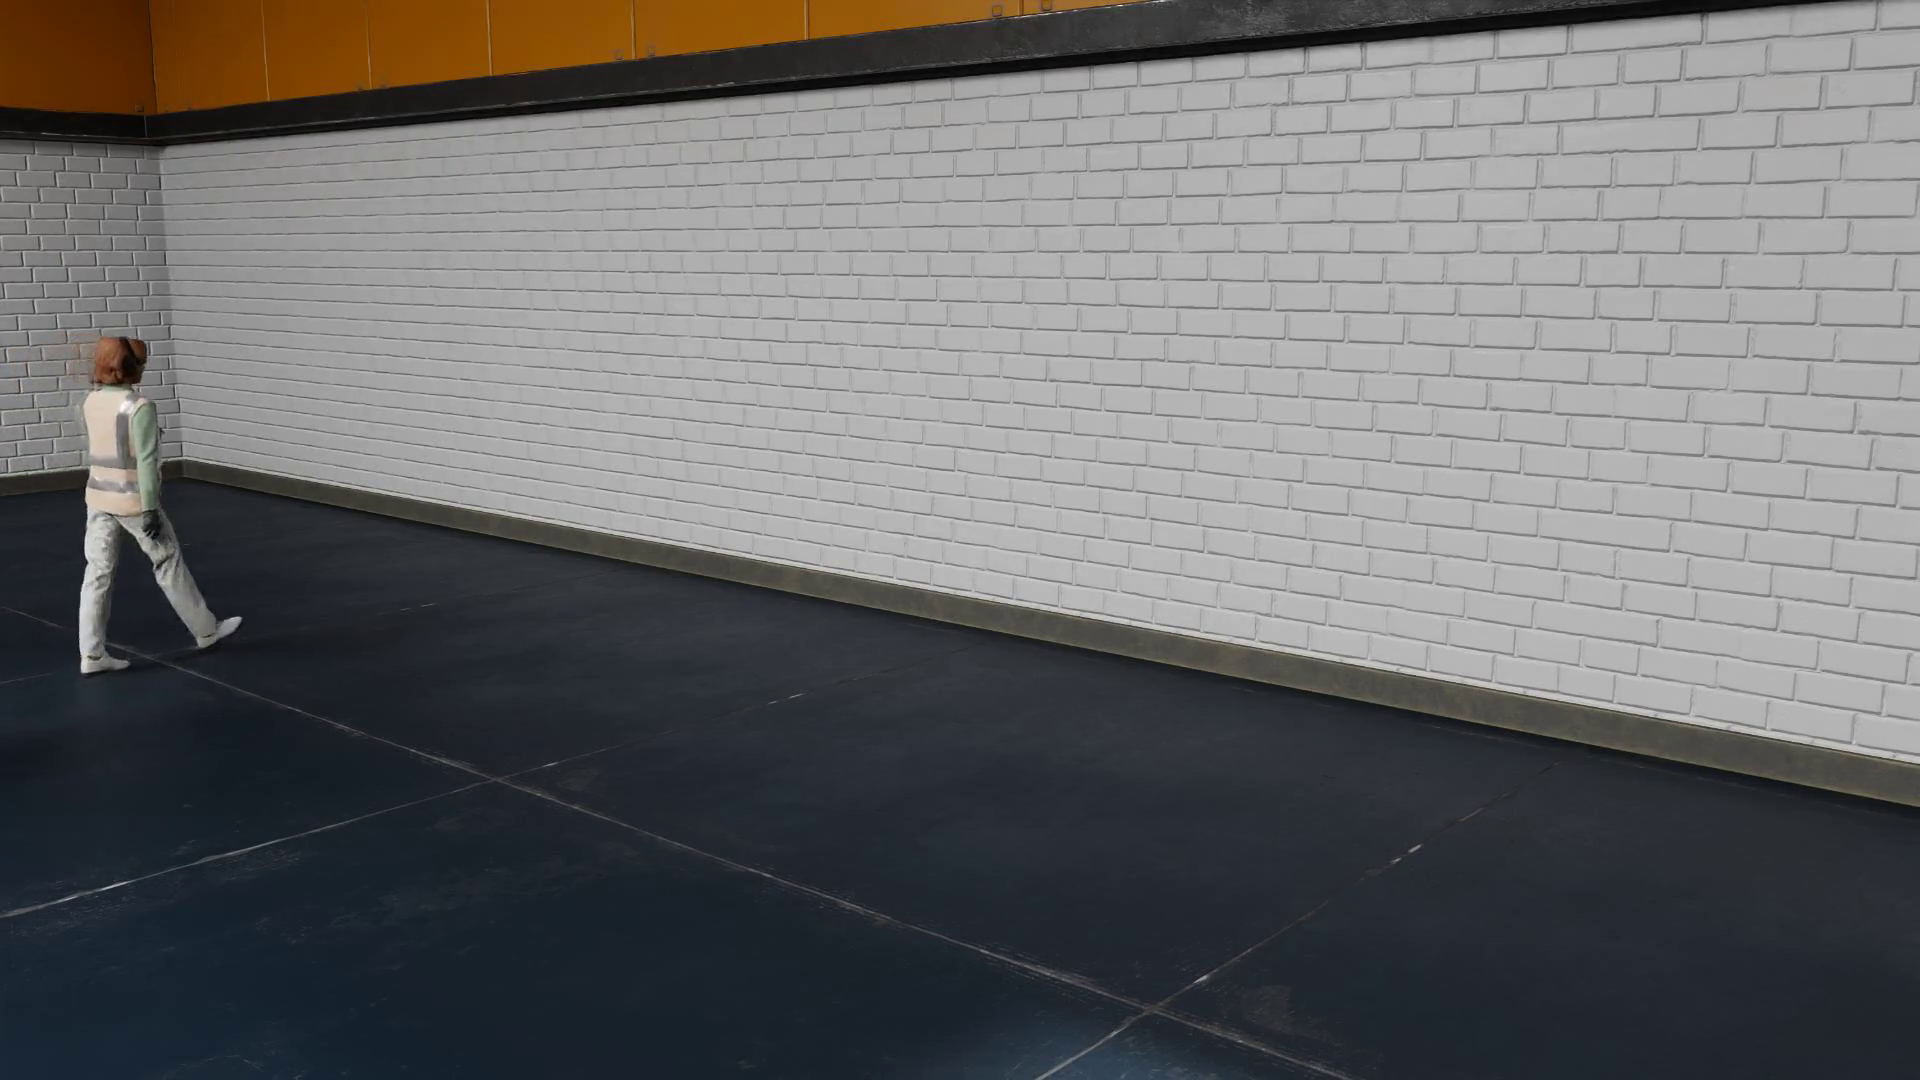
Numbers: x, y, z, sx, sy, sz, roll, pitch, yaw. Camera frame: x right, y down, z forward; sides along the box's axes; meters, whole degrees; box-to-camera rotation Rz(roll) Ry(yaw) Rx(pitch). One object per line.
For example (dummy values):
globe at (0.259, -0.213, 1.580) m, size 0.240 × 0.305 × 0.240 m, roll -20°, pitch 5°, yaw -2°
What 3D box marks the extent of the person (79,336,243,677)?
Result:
person at (-3.948, -0.180, 8.040) m, size 0.541 × 1.591 × 0.831 m, roll 5°, pitch 11°, yaw 26°
